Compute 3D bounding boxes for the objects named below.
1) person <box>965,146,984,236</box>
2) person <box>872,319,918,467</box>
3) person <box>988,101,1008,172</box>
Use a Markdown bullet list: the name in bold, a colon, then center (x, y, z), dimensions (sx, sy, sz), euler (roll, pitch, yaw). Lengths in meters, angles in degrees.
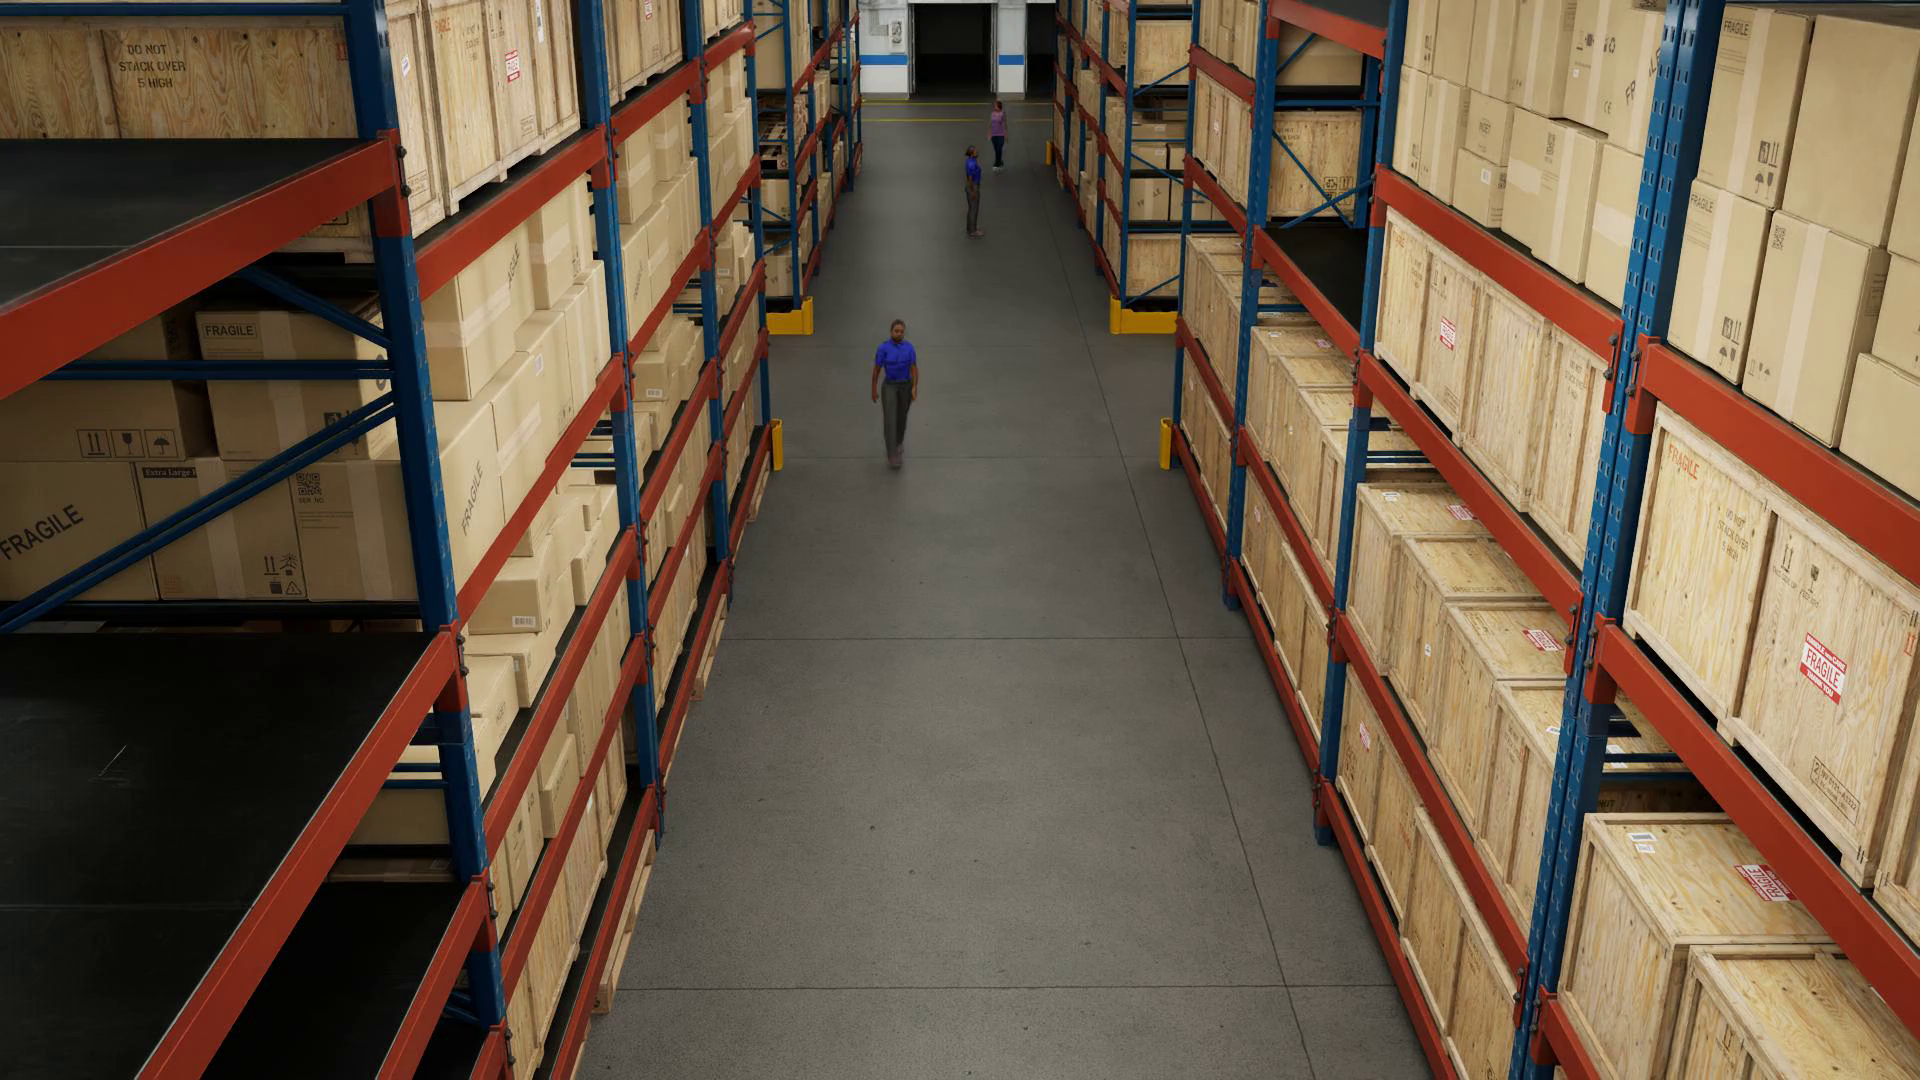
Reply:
- **person**: center (0.270, -6.608, 31.421), dimensions (0.355, 1.657, 0.435), euler (-3, 22, -8)
- **person**: center (-0.728, -1.687, 18.948), dimensions (0.504, 1.637, 0.837), euler (-7, 22, -16)
- **person**: center (0.824, -9.274, 38.212), dimensions (0.431, 1.587, 0.663), euler (13, 25, 29)
